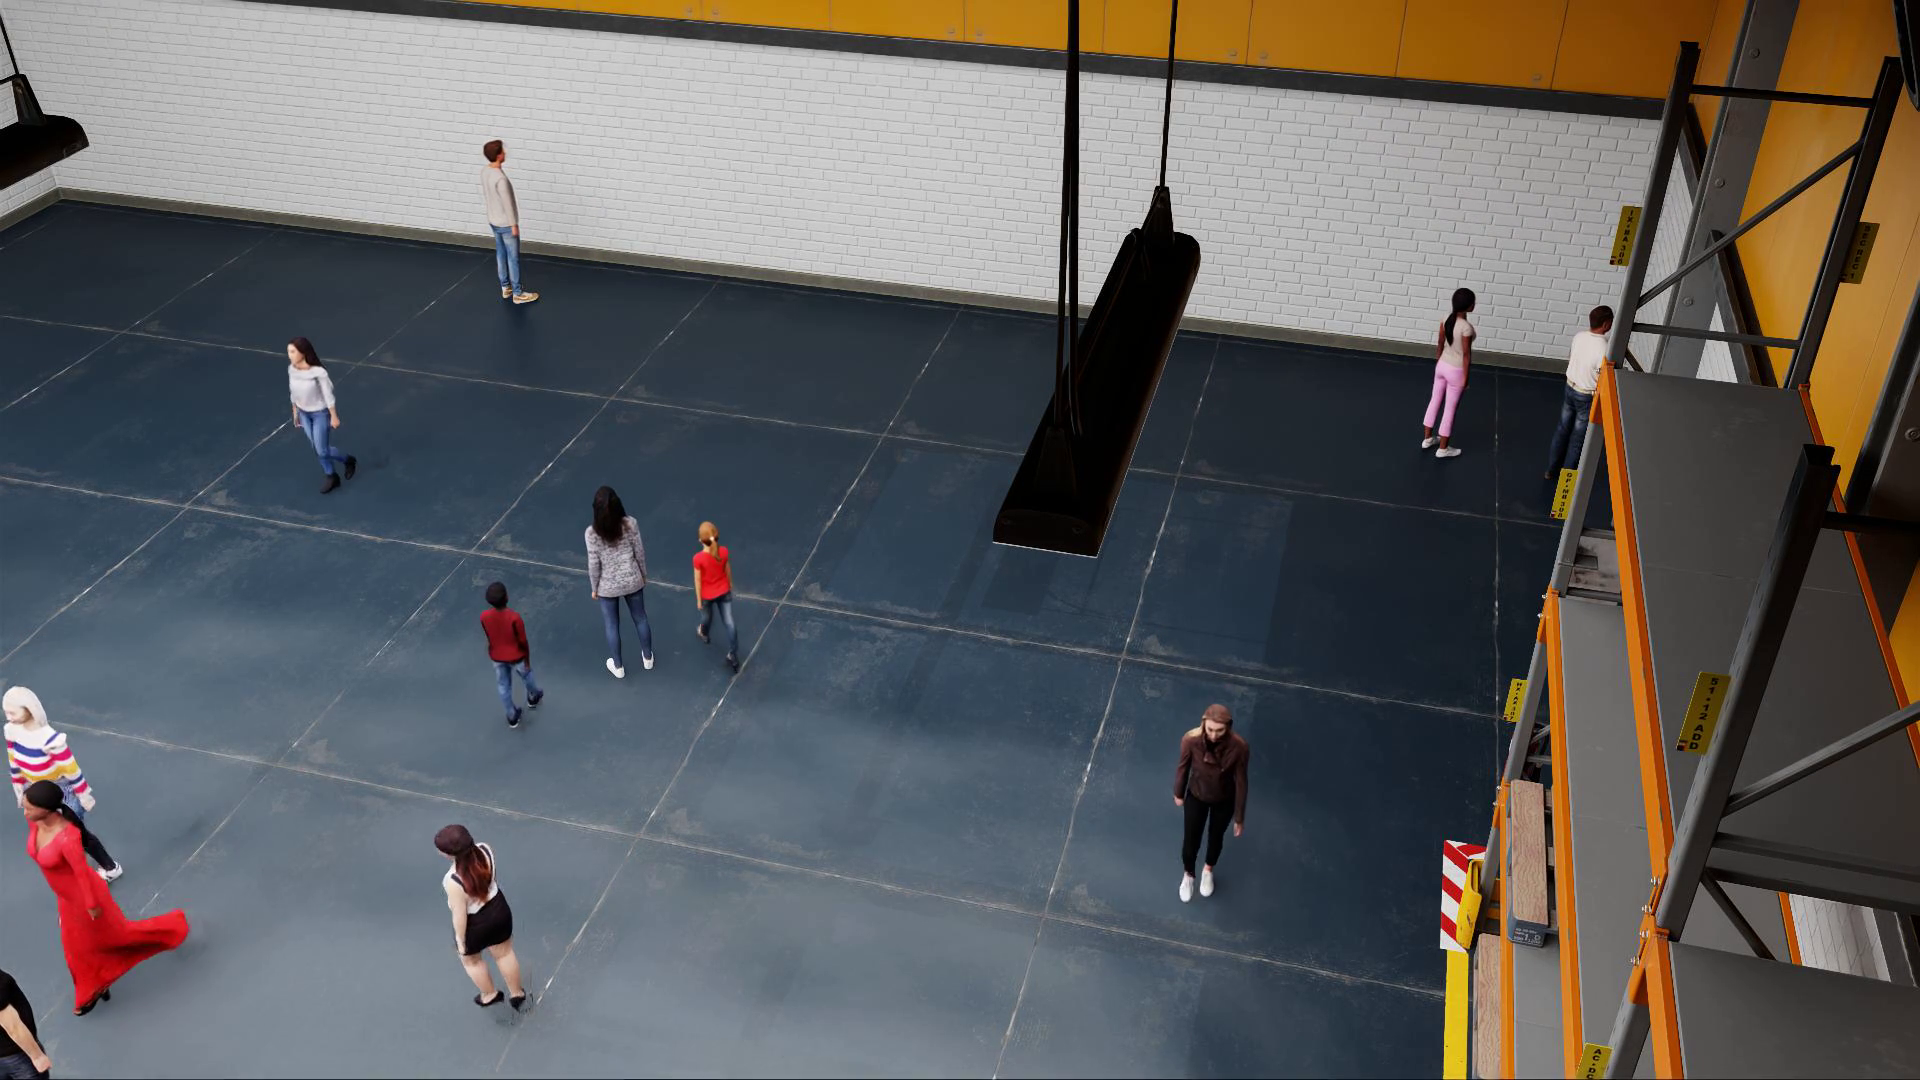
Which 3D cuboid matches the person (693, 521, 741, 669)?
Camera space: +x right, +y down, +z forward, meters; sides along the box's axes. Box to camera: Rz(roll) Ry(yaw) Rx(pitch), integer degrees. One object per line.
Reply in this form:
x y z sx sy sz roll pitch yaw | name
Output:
-1.941 0.463 13.401 0.812 1.277 0.916 -15 36 -21 | person

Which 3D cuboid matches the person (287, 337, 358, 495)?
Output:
-5.980 -1.196 15.591 0.690 1.617 0.737 17 37 24 | person

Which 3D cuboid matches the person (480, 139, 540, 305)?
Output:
-5.224 -3.644 19.016 0.773 1.902 0.752 -26 42 -34 | person

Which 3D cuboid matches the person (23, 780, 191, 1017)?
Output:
-5.405 2.168 10.396 0.806 1.764 1.093 20 38 27 | person

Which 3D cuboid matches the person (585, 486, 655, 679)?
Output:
-2.710 0.325 13.200 0.687 1.732 0.726 -14 36 -20 | person

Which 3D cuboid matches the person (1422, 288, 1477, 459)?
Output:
4.762 -1.634 16.136 0.713 1.744 0.641 -15 36 -21 | person

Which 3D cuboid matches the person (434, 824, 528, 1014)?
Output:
-2.907 2.339 10.256 0.736 1.636 0.592 25 41 33 | person

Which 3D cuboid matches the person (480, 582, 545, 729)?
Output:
-3.487 0.912 12.761 0.586 1.240 0.717 0 34 1 | person

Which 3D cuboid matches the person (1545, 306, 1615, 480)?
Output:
5.826 -1.347 15.602 0.813 1.856 0.708 -10 35 -15 | person

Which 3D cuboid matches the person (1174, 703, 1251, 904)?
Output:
1.691 1.688 11.190 0.656 1.686 0.670 3 34 5 | person

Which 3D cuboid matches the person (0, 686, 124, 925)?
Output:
-5.963 1.663 11.133 0.745 1.791 0.856 15 36 21 | person
